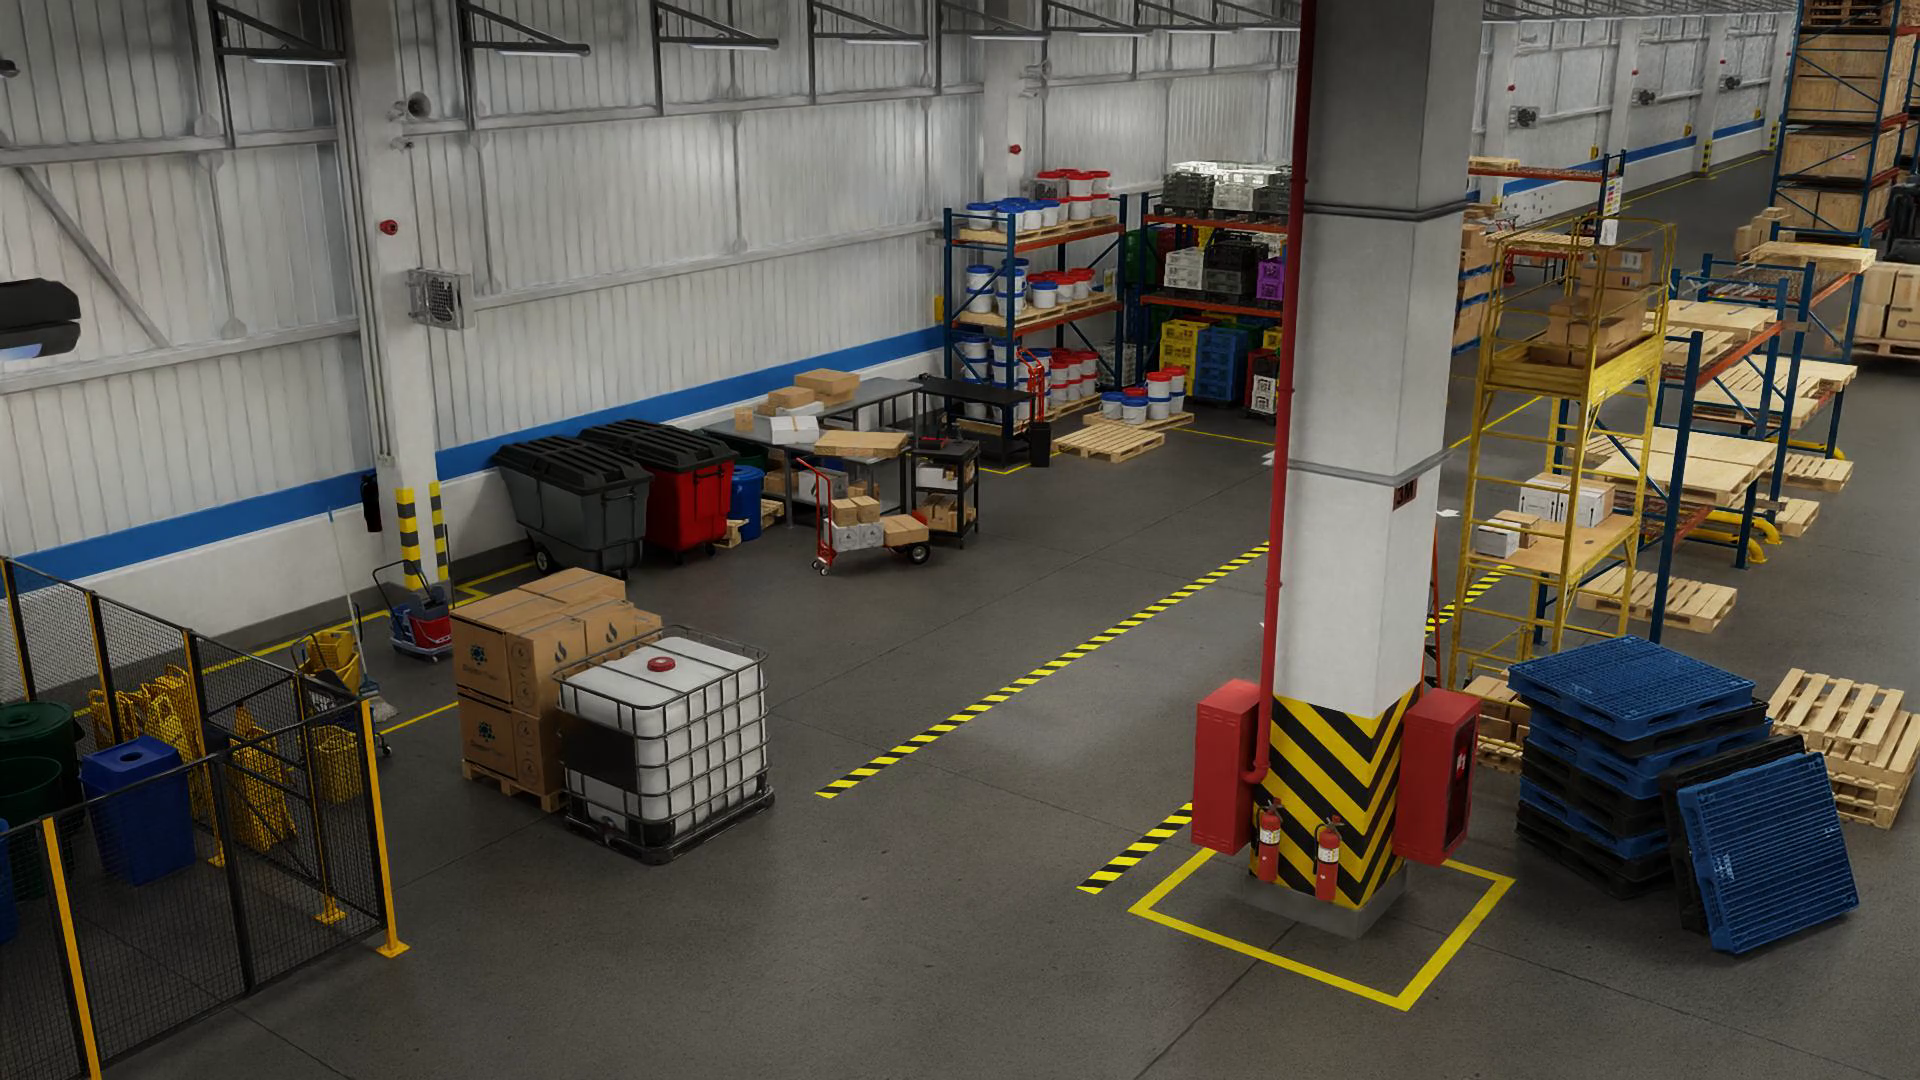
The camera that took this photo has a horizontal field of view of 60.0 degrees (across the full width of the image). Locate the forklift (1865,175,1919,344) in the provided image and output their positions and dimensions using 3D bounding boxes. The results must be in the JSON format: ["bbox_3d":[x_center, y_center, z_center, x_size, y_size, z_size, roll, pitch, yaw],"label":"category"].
[{"bbox_3d":[16.277,-4.717,28.057,1.129,2.768,1.873,13,22,34],"label":"forklift"}]
